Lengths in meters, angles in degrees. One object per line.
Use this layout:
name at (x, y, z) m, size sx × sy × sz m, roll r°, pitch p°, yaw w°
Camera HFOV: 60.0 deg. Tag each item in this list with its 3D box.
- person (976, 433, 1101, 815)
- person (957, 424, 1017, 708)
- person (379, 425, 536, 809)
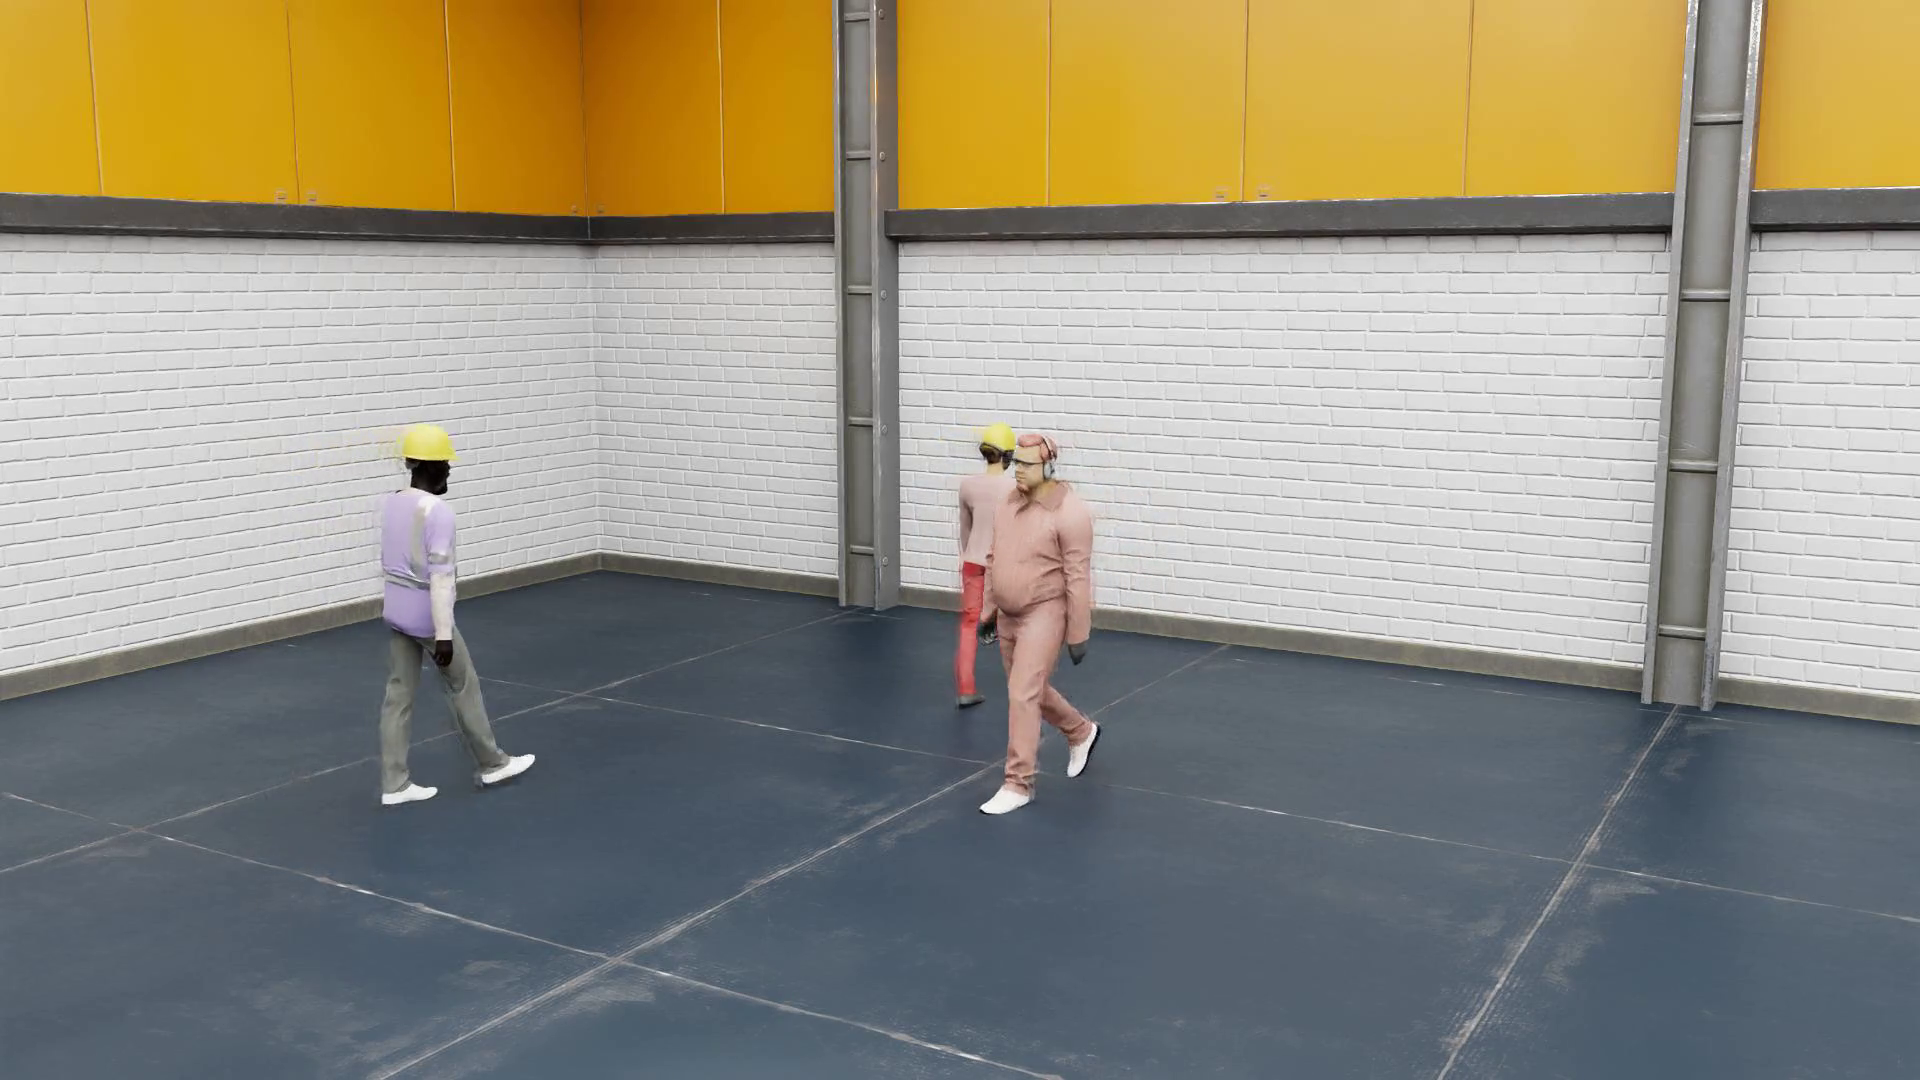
person at (0.414, 0.383, 8.355) m, size 0.852 × 1.874 × 0.642 m, roll -6°, pitch 11°, yaw -34°
person at (0.248, 0.141, 10.312) m, size 0.549 × 1.714 × 0.892 m, roll 6°, pitch 11°, yaw 32°
person at (-2.587, 0.365, 8.388) m, size 0.617 × 1.888 × 0.899 m, roll 7°, pitch 12°, yaw 39°
